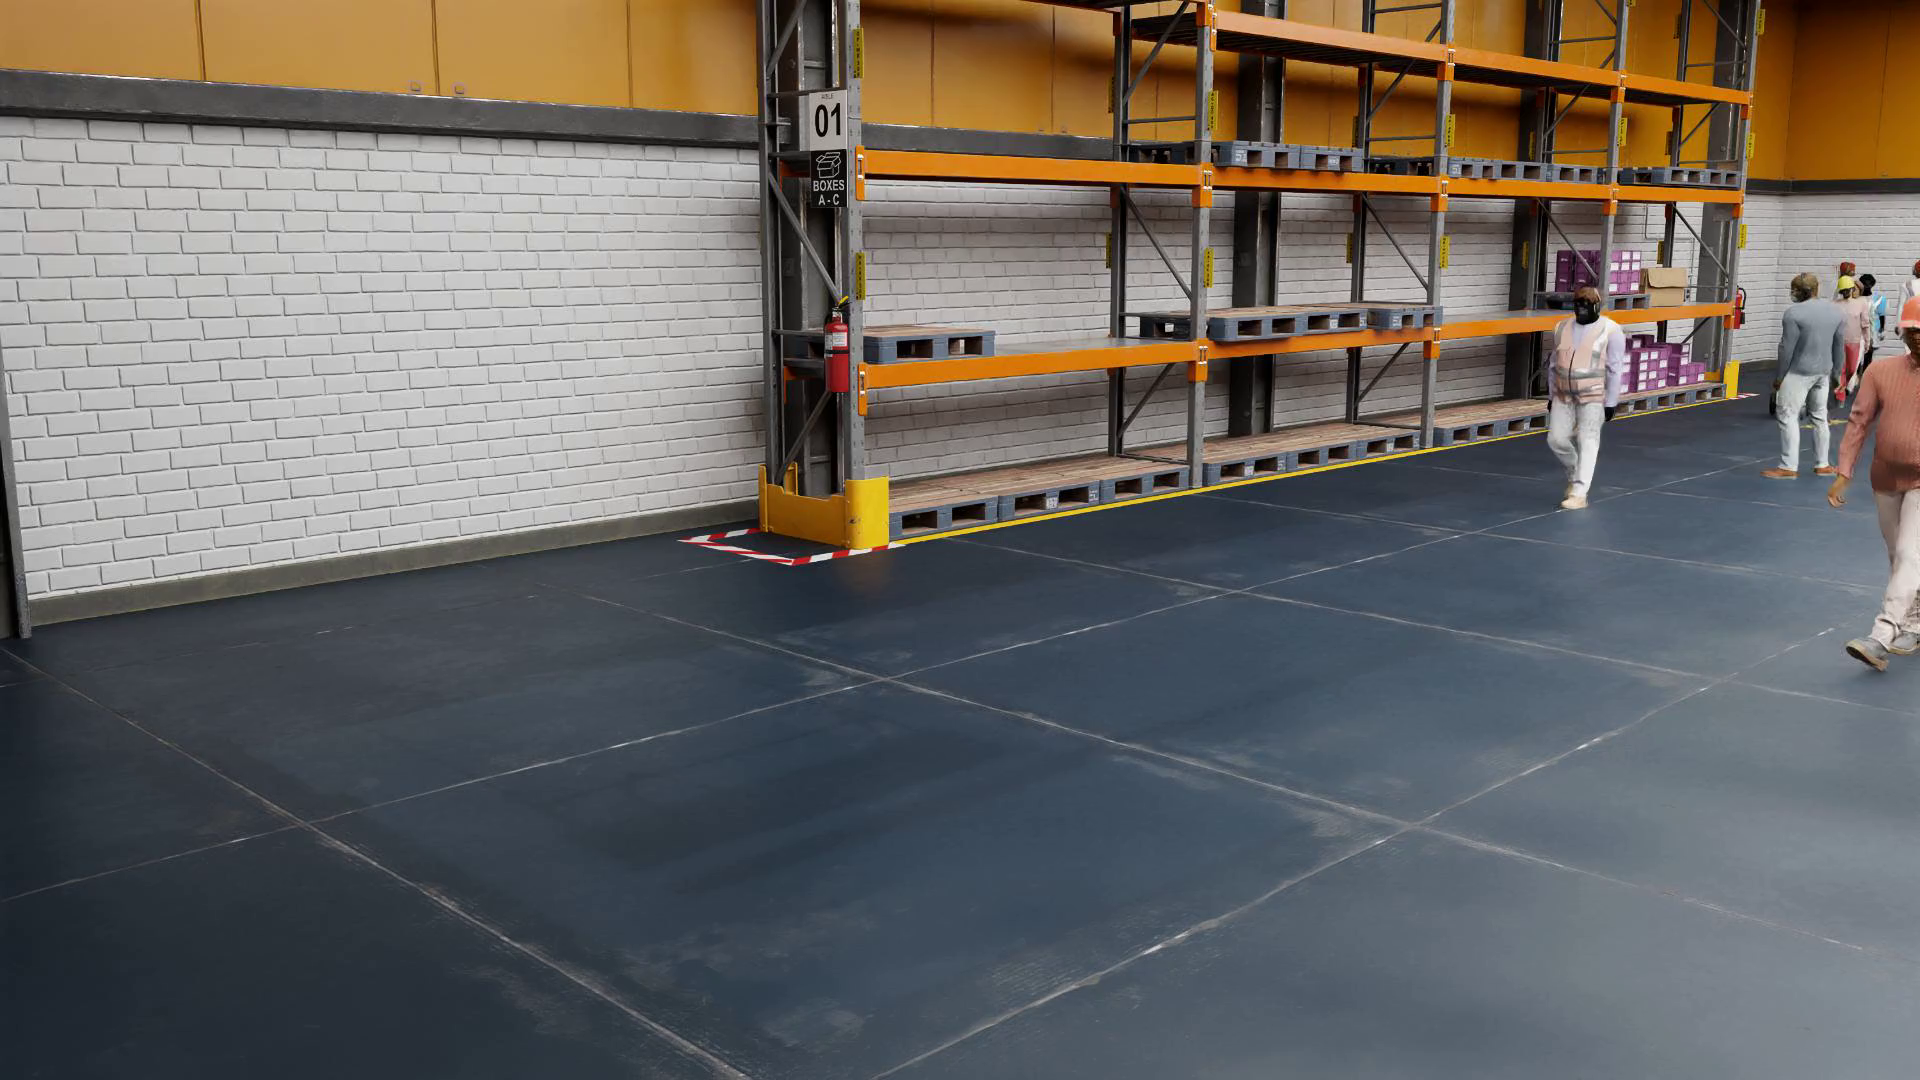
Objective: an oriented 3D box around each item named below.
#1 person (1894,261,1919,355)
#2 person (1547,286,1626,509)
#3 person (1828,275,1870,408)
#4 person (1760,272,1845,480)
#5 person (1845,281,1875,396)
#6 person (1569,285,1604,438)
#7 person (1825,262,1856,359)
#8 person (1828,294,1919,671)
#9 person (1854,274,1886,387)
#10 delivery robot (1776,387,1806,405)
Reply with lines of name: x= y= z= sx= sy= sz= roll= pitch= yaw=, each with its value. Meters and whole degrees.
person: x=14.369 y=-3.254 z=24.940 sx=0.602 sy=1.872 sz=0.386 roll=3 pitch=11 yaw=18
person: x=5.113 y=-1.166 z=13.671 sx=0.447 sy=1.829 sz=0.651 roll=-9 pitch=14 yaw=-41
person: x=11.627 y=-2.608 z=21.851 sx=0.547 sy=1.735 sz=0.781 roll=3 pitch=11 yaw=17
person: x=7.891 y=-1.509 z=15.381 sx=0.861 sy=1.907 sz=0.386 roll=-4 pitch=11 yaw=-20
person: x=12.435 y=-2.806 z=23.242 sx=0.546 sy=1.588 sz=0.854 roll=9 pitch=14 yaw=41
person: x=6.926 y=-1.972 z=18.437 sx=0.541 sy=1.696 sz=0.315 roll=-8 pitch=13 yaw=-38
person: x=13.601 y=-3.417 z=25.970 sx=0.898 sy=1.841 sz=0.617 roll=0 pitch=10 yaw=1
person: x=4.900 y=-0.303 z=8.652 sx=1.024 sy=1.937 sz=0.611 roll=-7 pitch=13 yaw=-34
person: x=13.232 y=-3.051 z=24.387 sx=0.548 sy=1.666 sz=0.722 roll=7 pitch=13 yaw=34
delivery robot: x=10.273 y=-1.829 z=20.515 sx=0.477 sy=0.478 sz=0.707 roll=5 pitch=12 yaw=27
